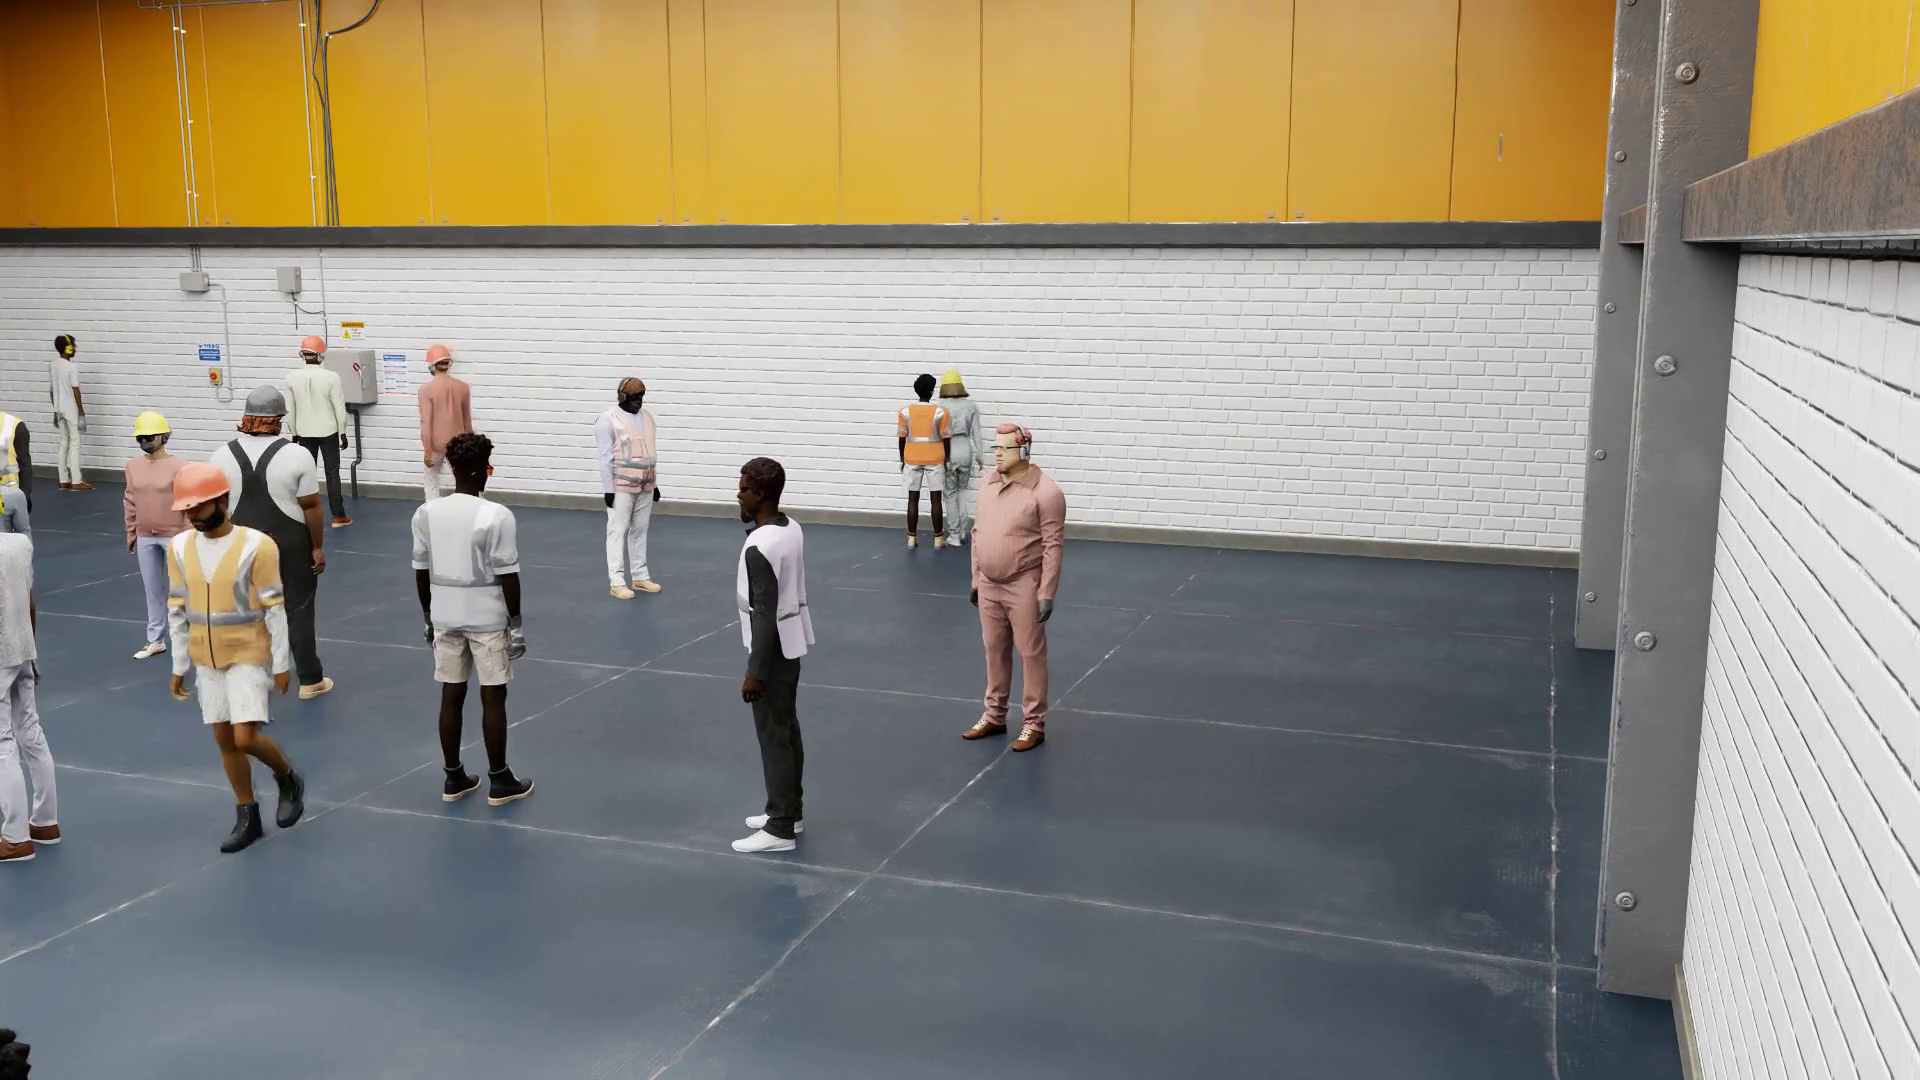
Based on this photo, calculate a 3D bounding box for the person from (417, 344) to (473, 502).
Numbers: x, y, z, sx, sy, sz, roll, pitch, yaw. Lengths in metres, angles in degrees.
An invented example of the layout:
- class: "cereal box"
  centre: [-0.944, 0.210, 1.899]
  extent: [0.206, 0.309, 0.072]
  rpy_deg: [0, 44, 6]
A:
- class: "person"
  centre: [-5.067, -0.971, 16.536]
  extent: [0.978, 1.958, 0.631]
  rpy_deg: [8, 13, 38]

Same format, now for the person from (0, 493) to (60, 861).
- class: "person"
  centre: [-4.580, 0.608, 7.903]
  extent: [0.333, 1.864, 0.520]
  rpy_deg: [1, 10, 8]

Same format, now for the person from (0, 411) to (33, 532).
- class: "person"
  centre: [-7.800, -0.353, 13.372]
  extent: [0.624, 1.845, 0.430]
  rpy_deg: [-3, 10, -15]

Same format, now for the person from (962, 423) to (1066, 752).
- class: "person"
  centre: [0.292, 0.269, 9.683]
  extent: [0.636, 1.910, 0.405]
  rpy_deg: [9, 13, 41]

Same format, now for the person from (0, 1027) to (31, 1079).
- class: "person"
  centre: [-1.549, 1.608, 2.728]
  extent: [0.535, 1.700, 0.318]
  rpy_deg: [3, 10, 15]

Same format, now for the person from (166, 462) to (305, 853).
- class: "person"
  centre: [-3.520, 0.565, 8.026]
  extent: [0.549, 1.910, 0.478]
  rpy_deg: [2, 10, 9]

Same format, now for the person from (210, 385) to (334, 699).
- class: "person"
  centre: [-4.417, 0.013, 10.746]
  extent: [0.688, 2.000, 0.538]
  rpy_deg: [0, 10, 0]

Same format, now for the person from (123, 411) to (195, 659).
- class: "person"
  centre: [-5.643, -0.027, 11.747]
  extent: [0.525, 1.769, 0.312]
  rpy_deg: [1, 10, 6]

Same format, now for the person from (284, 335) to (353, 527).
- class: "person"
  centre: [-6.650, -1.119, 17.245]
  extent: [0.611, 1.996, 0.378]
  rpy_deg: [0, 10, 0]

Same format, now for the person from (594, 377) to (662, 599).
- class: "person"
  centre: [-2.740, -0.441, 13.885]
  extent: [0.430, 1.838, 0.619]
  rpy_deg: [7, 12, 33]

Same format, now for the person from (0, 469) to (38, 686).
- class: "person"
  centre: [-6.318, 0.200, 10.842]
  extent: [0.507, 1.631, 0.266]
  rpy_deg: [-7, 12, -33]

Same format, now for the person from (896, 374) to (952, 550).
- class: "person"
  centre: [-0.338, -0.751, 16.014]
  extent: [0.540, 1.695, 0.317]
  rpy_deg: [2, 10, 9]

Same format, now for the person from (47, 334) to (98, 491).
- class: "person"
  centre: [-10.663, -1.521, 19.880]
  extent: [0.543, 1.870, 0.322]
  rpy_deg: [5, 11, 25]

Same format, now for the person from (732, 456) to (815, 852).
- class: "person"
  centre: [-0.908, 0.552, 8.059]
  extent: [0.392, 1.919, 0.591]
  rpy_deg: [1, 10, 6]

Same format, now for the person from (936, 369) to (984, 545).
- class: "person"
  centre: [-0.081, -0.815, 16.297]
  extent: [0.527, 1.715, 0.506]
  rpy_deg: [-4, 11, -22]

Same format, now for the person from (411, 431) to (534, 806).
- class: "person"
  centre: [-2.551, 0.411, 8.713]
  extent: [0.610, 1.964, 0.366]
  rpy_deg: [3, 11, 18]
